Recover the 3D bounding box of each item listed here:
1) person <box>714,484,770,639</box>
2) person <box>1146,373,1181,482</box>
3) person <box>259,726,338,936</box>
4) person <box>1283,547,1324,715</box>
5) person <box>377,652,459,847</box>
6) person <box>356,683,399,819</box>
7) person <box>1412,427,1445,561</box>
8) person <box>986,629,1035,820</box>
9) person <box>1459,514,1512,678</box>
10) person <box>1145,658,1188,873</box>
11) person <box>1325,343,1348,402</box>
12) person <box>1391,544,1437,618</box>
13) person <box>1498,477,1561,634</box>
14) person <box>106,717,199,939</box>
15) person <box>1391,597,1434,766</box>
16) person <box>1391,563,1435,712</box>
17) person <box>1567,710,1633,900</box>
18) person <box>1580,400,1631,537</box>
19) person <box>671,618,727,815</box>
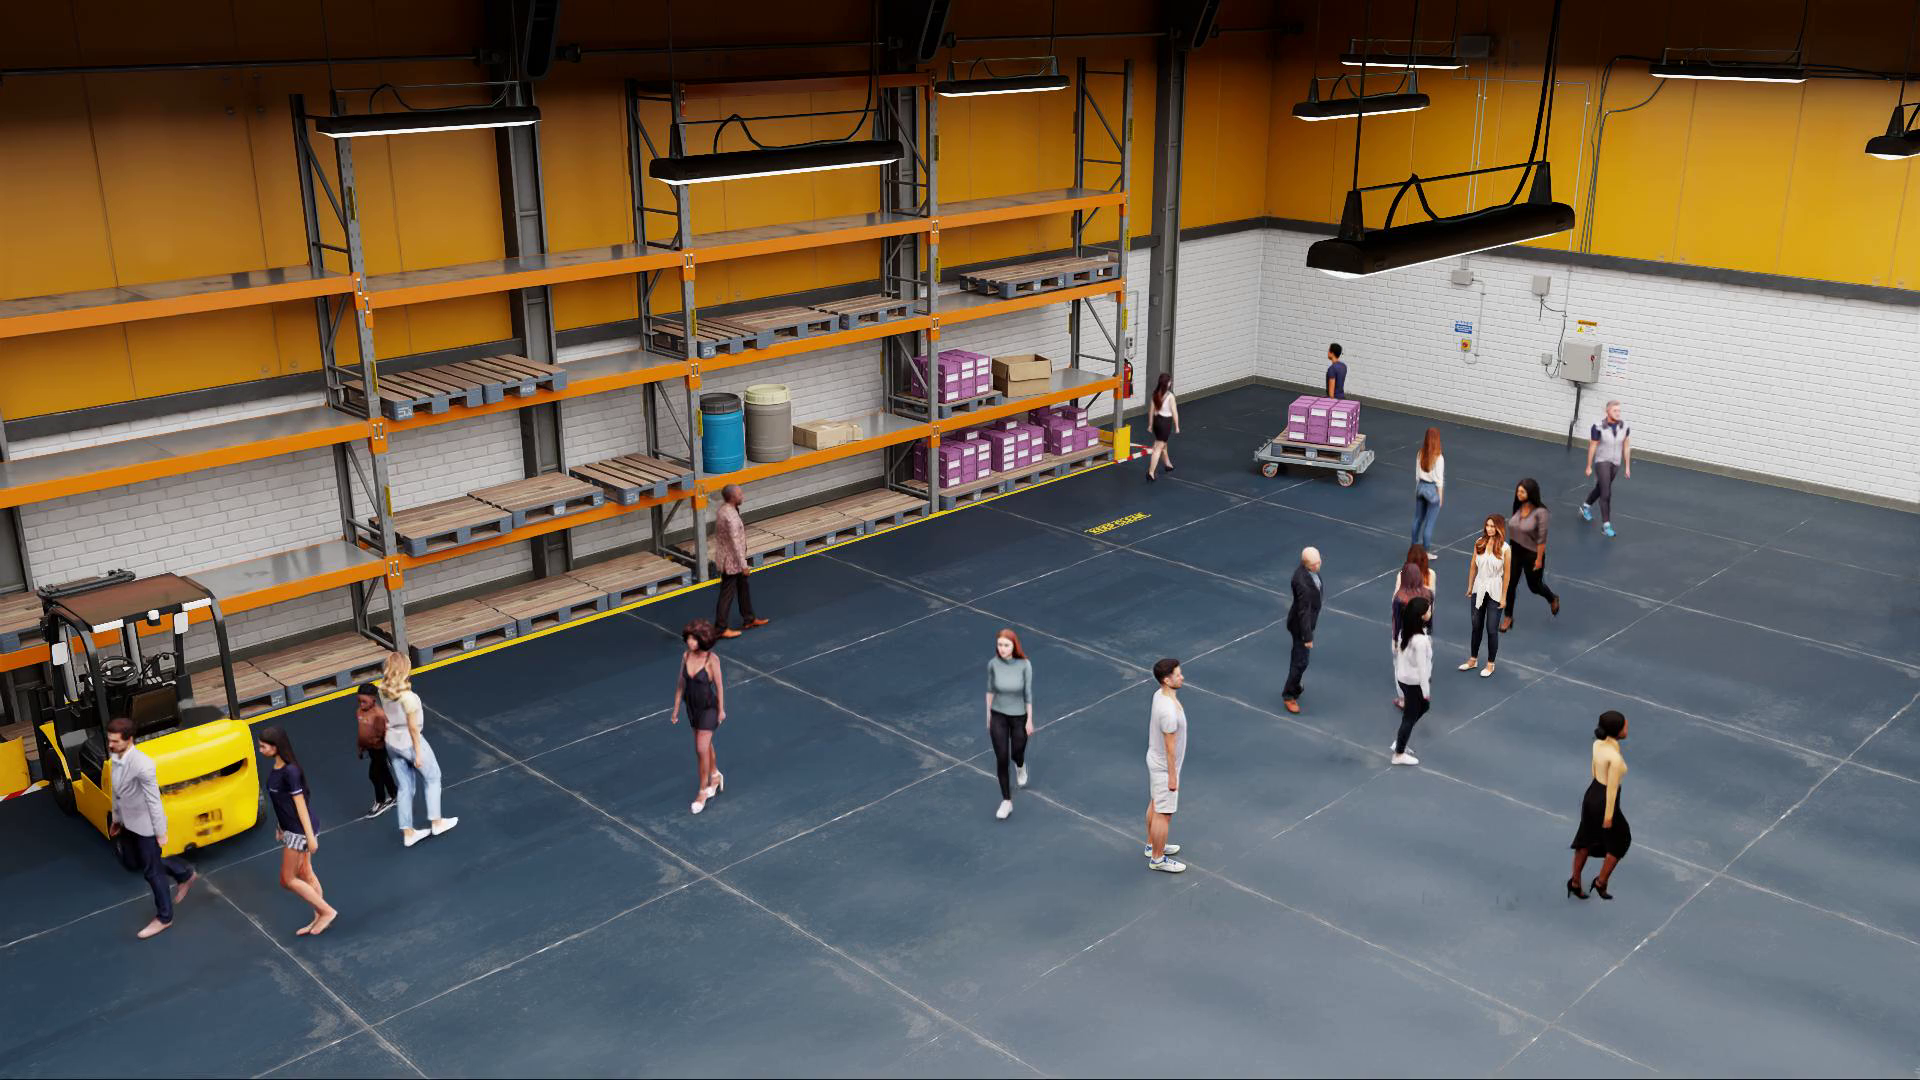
[{"bbox_3d":[-2.657,0.253,18.646,1.065,1.783,0.960,-6,19,-16],"label":"person"},{"bbox_3d":[2.920,-1.622,24.478,0.599,1.615,0.966,16,24,39],"label":"person"},{"bbox_3d":[-5.021,2.224,12.852,0.710,1.746,0.687,-9,21,-26],"label":"person"},{"bbox_3d":[3.484,0.837,16.944,0.977,1.762,0.756,1,19,4],"label":"person"},{"bbox_3d":[-4.797,1.812,14.153,0.748,1.698,0.816,13,22,33],"label":"person"},{"bbox_3d":[-5.146,1.825,14.834,0.607,1.238,0.668,12,22,32],"label":"person"},{"bbox_3d":[5.983,-0.596,21.251,0.609,1.730,0.626,-11,21,-29],"label":"person"},{"bbox_3d":[0.462,1.588,14.771,0.866,1.727,1.029,5,19,15],"label":"person"},{"bbox_3d":[5.628,0.575,17.689,0.521,1.784,0.600,-17,25,-40],"label":"person"},{"bbox_3d":[1.700,1.842,13.816,0.810,1.854,0.757,0,19,-1],"label":"person"},{"bbox_3d":[5.885,-2.132,25.802,0.796,1.736,1.088,15,24,38],"label":"person"},{"bbox_3d":[4.819,0.776,17.579,0.714,1.473,0.777,-1,19,-3],"label":"person"},{"bbox_3d":[6.473,0.184,18.810,1.130,1.809,0.805,-14,23,-36],"label":"person"},{"bbox_3d":[-6.272,2.162,12.901,0.738,1.832,0.865,16,24,39],"label":"person"},{"bbox_3d":[4.163,1.328,15.604,0.800,1.689,0.739,0,19,0],"label":"person"},{"bbox_3d":[4.530,1.026,16.655,0.844,1.590,0.892,-2,19,-5],"label":"person"},{"bbox_3d":[5.038,2.143,13.254,0.818,1.643,0.759,-2,19,-6],"label":"person"},{"bbox_3d":[8.647,-1.007,22.399,1.292,1.776,1.193,-4,19,-13],"label":"person"},{"bbox_3d":[-2.263,1.512,14.929,0.662,1.770,0.842,12,22,31],"label":"person"}]
